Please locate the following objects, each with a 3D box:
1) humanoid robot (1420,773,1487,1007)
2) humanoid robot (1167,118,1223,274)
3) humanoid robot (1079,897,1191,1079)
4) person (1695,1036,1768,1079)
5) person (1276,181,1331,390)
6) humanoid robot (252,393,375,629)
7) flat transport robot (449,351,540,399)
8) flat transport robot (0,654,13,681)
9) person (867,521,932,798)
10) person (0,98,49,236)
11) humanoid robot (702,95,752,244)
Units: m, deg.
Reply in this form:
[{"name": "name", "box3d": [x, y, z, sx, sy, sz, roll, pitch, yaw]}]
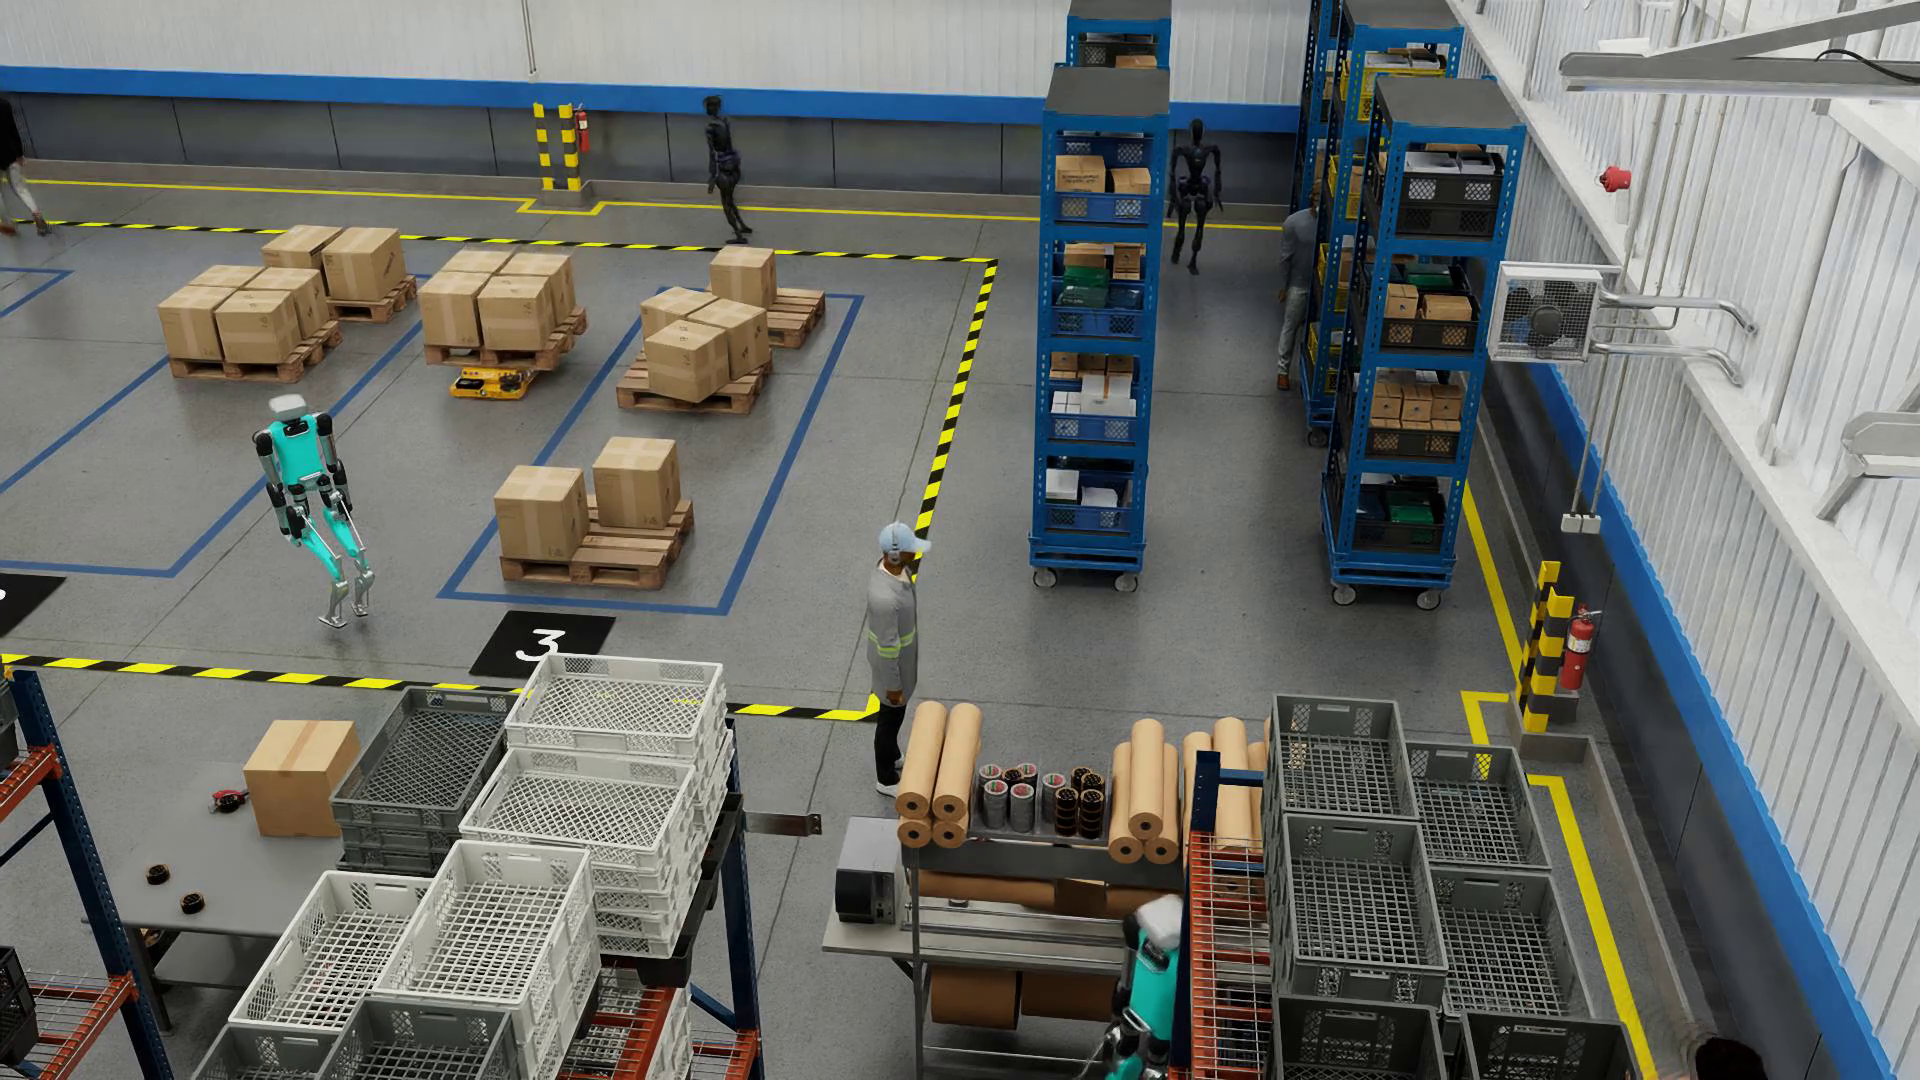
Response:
[{"name": "humanoid robot", "box3d": [2.366, 1.800, 8.204, 0.612, 1.647, 0.550, 7, 31, 12]}, {"name": "humanoid robot", "box3d": [2.476, -3.635, 17.516, 0.594, 1.652, 0.415, -3, 30, -5]}, {"name": "humanoid robot", "box3d": [0.659, 2.323, 7.120, 0.752, 1.694, 0.532, -17, 34, -27]}, {"name": "person", "box3d": [2.766, 2.673, 6.430, 0.619, 1.929, 0.786, -17, 34, -27]}, {"name": "person", "box3d": [3.153, -2.281, 14.933, 0.628, 1.939, 0.373, -2, 30, -3]}, {"name": "humanoid robot", "box3d": [-4.312, -0.139, 11.319, 0.533, 1.677, 0.735, -26, 39, -37]}, {"name": "flat transport robot", "box3d": [-4.222, -1.718, 15.597, 0.652, 0.197, 1.431, 3, 30, 6]}, {"name": "flat transport robot", "box3d": [-7.142, 0.969, 11.010, 1.431, 0.231, 0.659, 3, 30, 6]}, {"name": "person", "box3d": [-0.354, 0.702, 9.893, 0.390, 1.850, 0.599, 2, 30, 3]}, {"name": "person", "box3d": [-10.574, -4.216, 18.330, 0.728, 1.856, 0.583, 20, 36, 30]}, {"name": "humanoid robot", "box3d": [-2.570, -4.059, 18.257, 0.419, 1.640, 0.590, 8, 31, 13]}]
